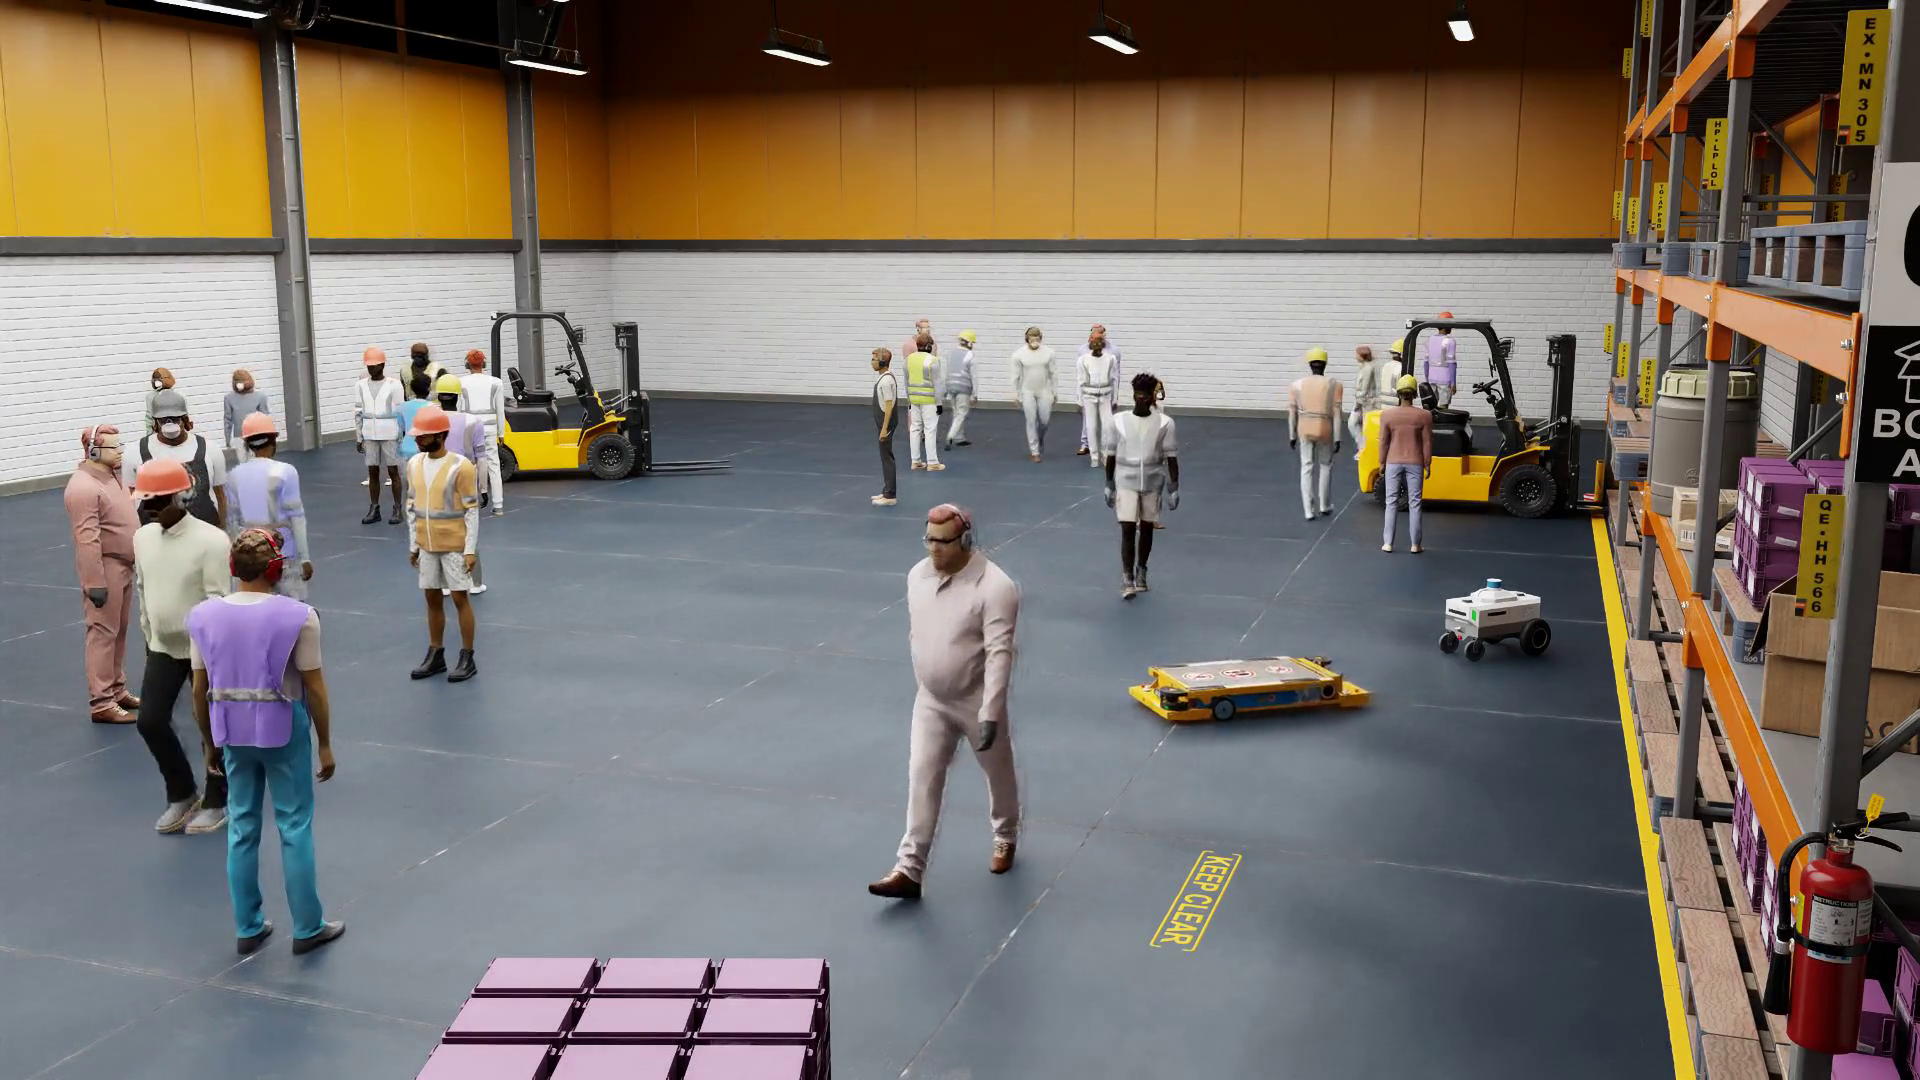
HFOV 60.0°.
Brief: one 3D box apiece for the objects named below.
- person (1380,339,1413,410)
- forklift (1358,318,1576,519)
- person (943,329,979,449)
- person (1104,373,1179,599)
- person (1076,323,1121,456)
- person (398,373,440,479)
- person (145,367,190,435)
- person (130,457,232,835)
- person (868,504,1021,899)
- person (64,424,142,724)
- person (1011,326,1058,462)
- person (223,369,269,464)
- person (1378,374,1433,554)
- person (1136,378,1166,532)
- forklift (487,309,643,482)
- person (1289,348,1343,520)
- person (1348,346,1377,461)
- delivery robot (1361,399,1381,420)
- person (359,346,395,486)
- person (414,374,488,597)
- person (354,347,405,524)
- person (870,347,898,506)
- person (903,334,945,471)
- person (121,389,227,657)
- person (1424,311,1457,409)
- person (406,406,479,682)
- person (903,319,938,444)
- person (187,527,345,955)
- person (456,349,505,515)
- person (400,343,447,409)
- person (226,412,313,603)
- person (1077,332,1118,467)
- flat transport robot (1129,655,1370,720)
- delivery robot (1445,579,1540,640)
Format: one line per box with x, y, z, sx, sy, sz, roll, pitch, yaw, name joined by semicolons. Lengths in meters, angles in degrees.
5.654;-1.685;21.533;0.404;1.826;0.591;-3;10;-15;person
5.787;-1.437;19.079;2.313;2.155;1.214;3;11;19;forklift
-0.035;-2.223;24.666;0.648;1.791;0.730;9;13;40;person
1.574;-0.463;14.326;0.632;1.928;0.823;0;10;-1;person
1.980;-2.165;23.989;0.643;1.910;0.400;4;11;20;person
-5.684;-0.914;17.570;0.546;1.680;0.403;3;10;14;person
-9.136;-1.174;19.178;0.508;1.632;0.270;1;10;5;person
-3.971;0.555;8.481;0.629;1.973;0.498;2;10;13;person
-0.015;0.743;7.784;0.660;1.843;1.021;7;12;34;person
-5.416;0.208;10.626;0.401;1.906;0.650;-2;10;-12;person
1.039;-2.051;23.349;0.669;1.906;0.629;-1;10;-6;person
-8.337;-1.216;19.517;0.514;1.606;0.731;-1;10;-5;person
4.379;-0.742;16.369;0.522;1.771;0.307;3;11;17;person
2.021;-0.903;17.649;0.278;1.634;0.499;8;13;38;person
-5.354;-1.902;21.697;2.313;2.155;1.214;-2;10;-13;forklift
3.978;-1.189;18.540;0.600;1.881;0.894;4;11;22;person
5.663;-1.909;23.356;0.398;1.623;0.511;-1;10;-3;person
6.877;-2.212;27.796;0.477;0.478;0.707;2;10;12;delivery robot
-7.362;-1.565;21.008;0.525;1.769;0.308;2;10;13;person
-4.387;-0.469;14.380;0.594;1.924;0.382;-2;10;-14;person
-6.305;-1.128;18.070;0.553;1.933;0.367;1;10;3;person
-0.885;-1.321;19.407;0.329;1.844;0.516;-1;10;-3;person
-0.467;-1.854;22.430;0.627;1.843;0.429;8;13;39;person
-5.471;-0.041;11.650;0.672;2.000;0.536;-5;11;-27;person
7.171;-2.371;24.762;0.379;2.045;0.605;-5;11;-27;person
-3.609;0.028;11.560;0.548;1.934;0.376;4;11;20;person
-0.556;-2.425;25.474;0.681;1.905;0.405;-10;14;-44;person
-2.967;0.867;7.089;0.572;1.843;0.373;1;10;4;person
-5.378;-1.193;18.621;0.570;1.877;0.353;-5;11;-25;person
-6.794;-1.602;21.143;0.636;1.814;0.701;3;10;15;person
-4.687;0.101;11.217;0.584;1.911;0.630;4;11;20;person
1.865;-1.894;22.607;0.583;1.856;0.513;-1;10;-5;person
1.902;0.964;10.970;1.431;0.197;0.652;-3;10;-16;flat transport robot
3.953;0.532;12.344;0.707;0.478;0.477;-5;11;-26;delivery robot
